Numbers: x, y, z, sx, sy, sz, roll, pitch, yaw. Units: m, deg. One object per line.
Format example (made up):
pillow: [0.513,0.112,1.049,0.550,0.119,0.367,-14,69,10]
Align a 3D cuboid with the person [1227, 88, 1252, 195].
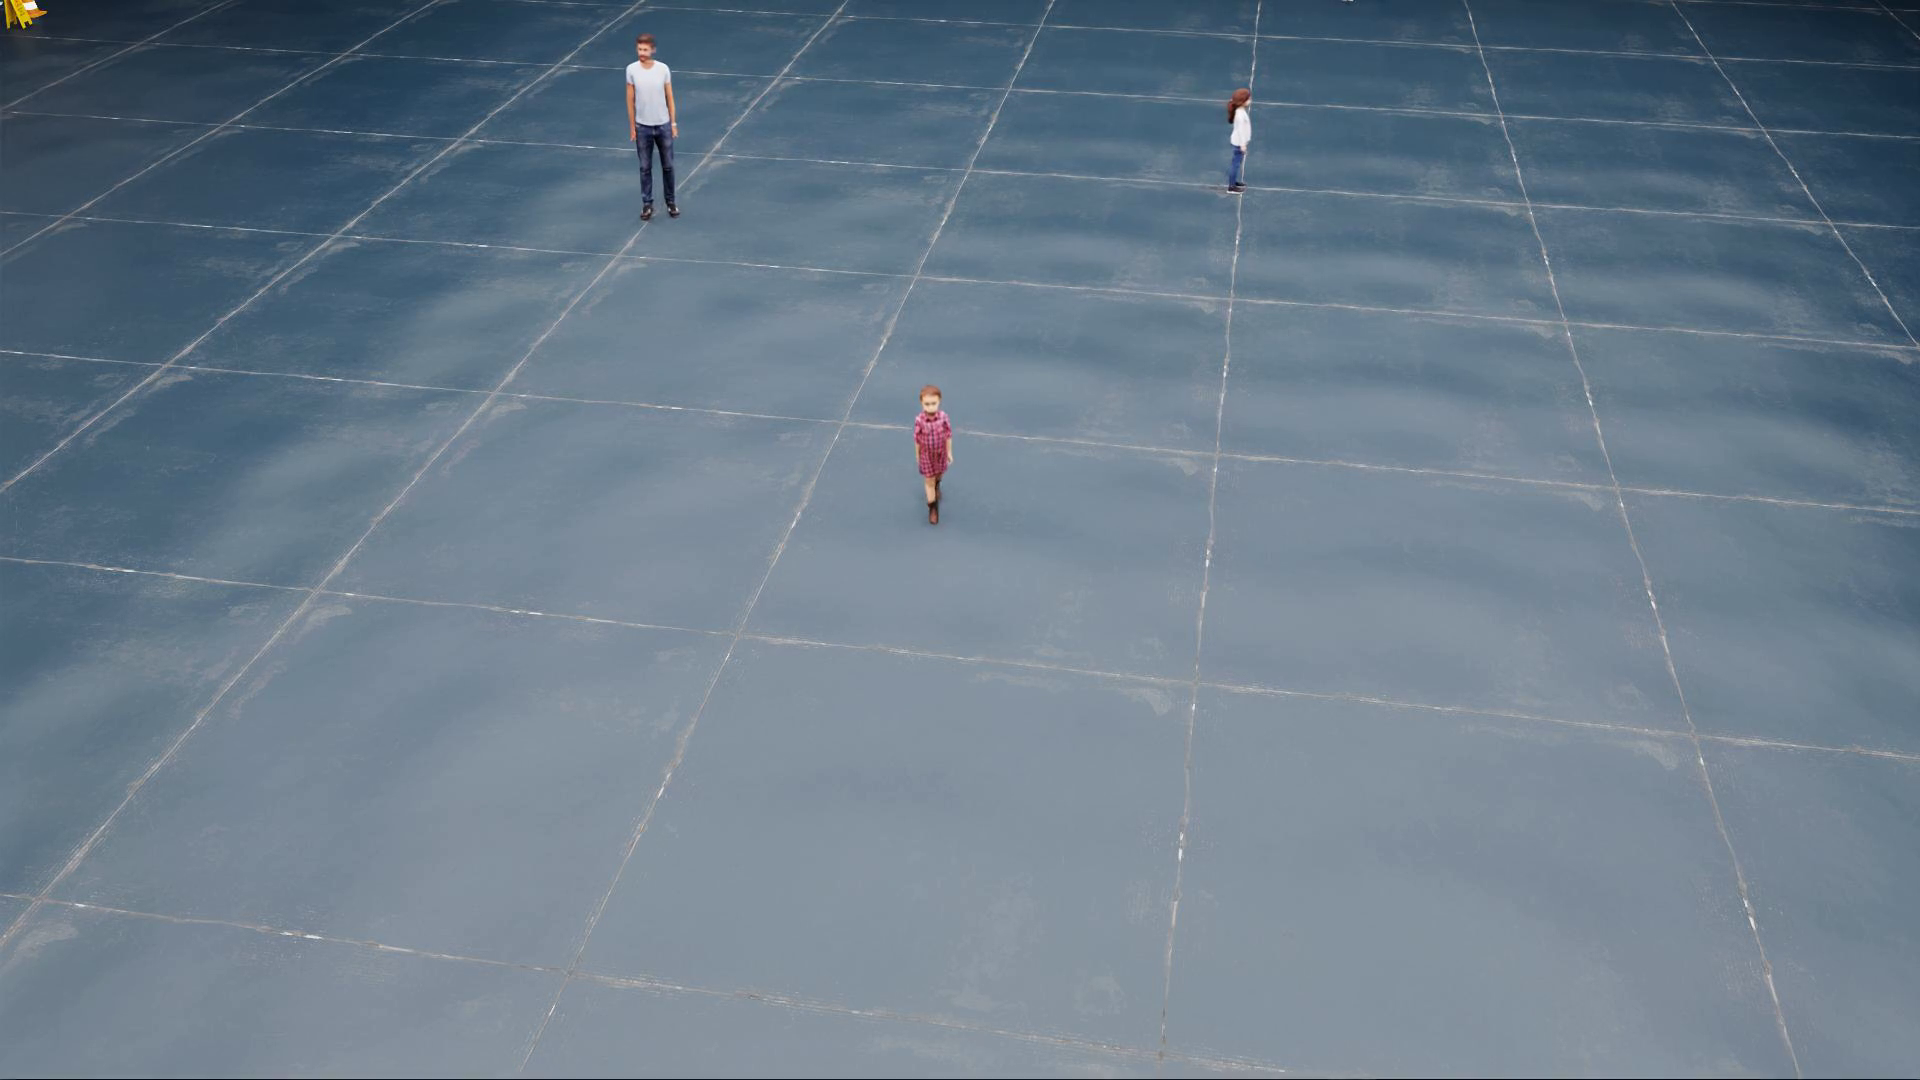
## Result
person: [2.945,-4.240,17.619,0.484,1.112,0.446,5,33,7]

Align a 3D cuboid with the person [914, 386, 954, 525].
person: [-0.184,-0.672,12.058,0.730,1.011,0.625,-5,33,-7]

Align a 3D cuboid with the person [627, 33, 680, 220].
person: [-3.109,-4.202,16.854,0.607,1.865,0.756,-5,33,-9]
